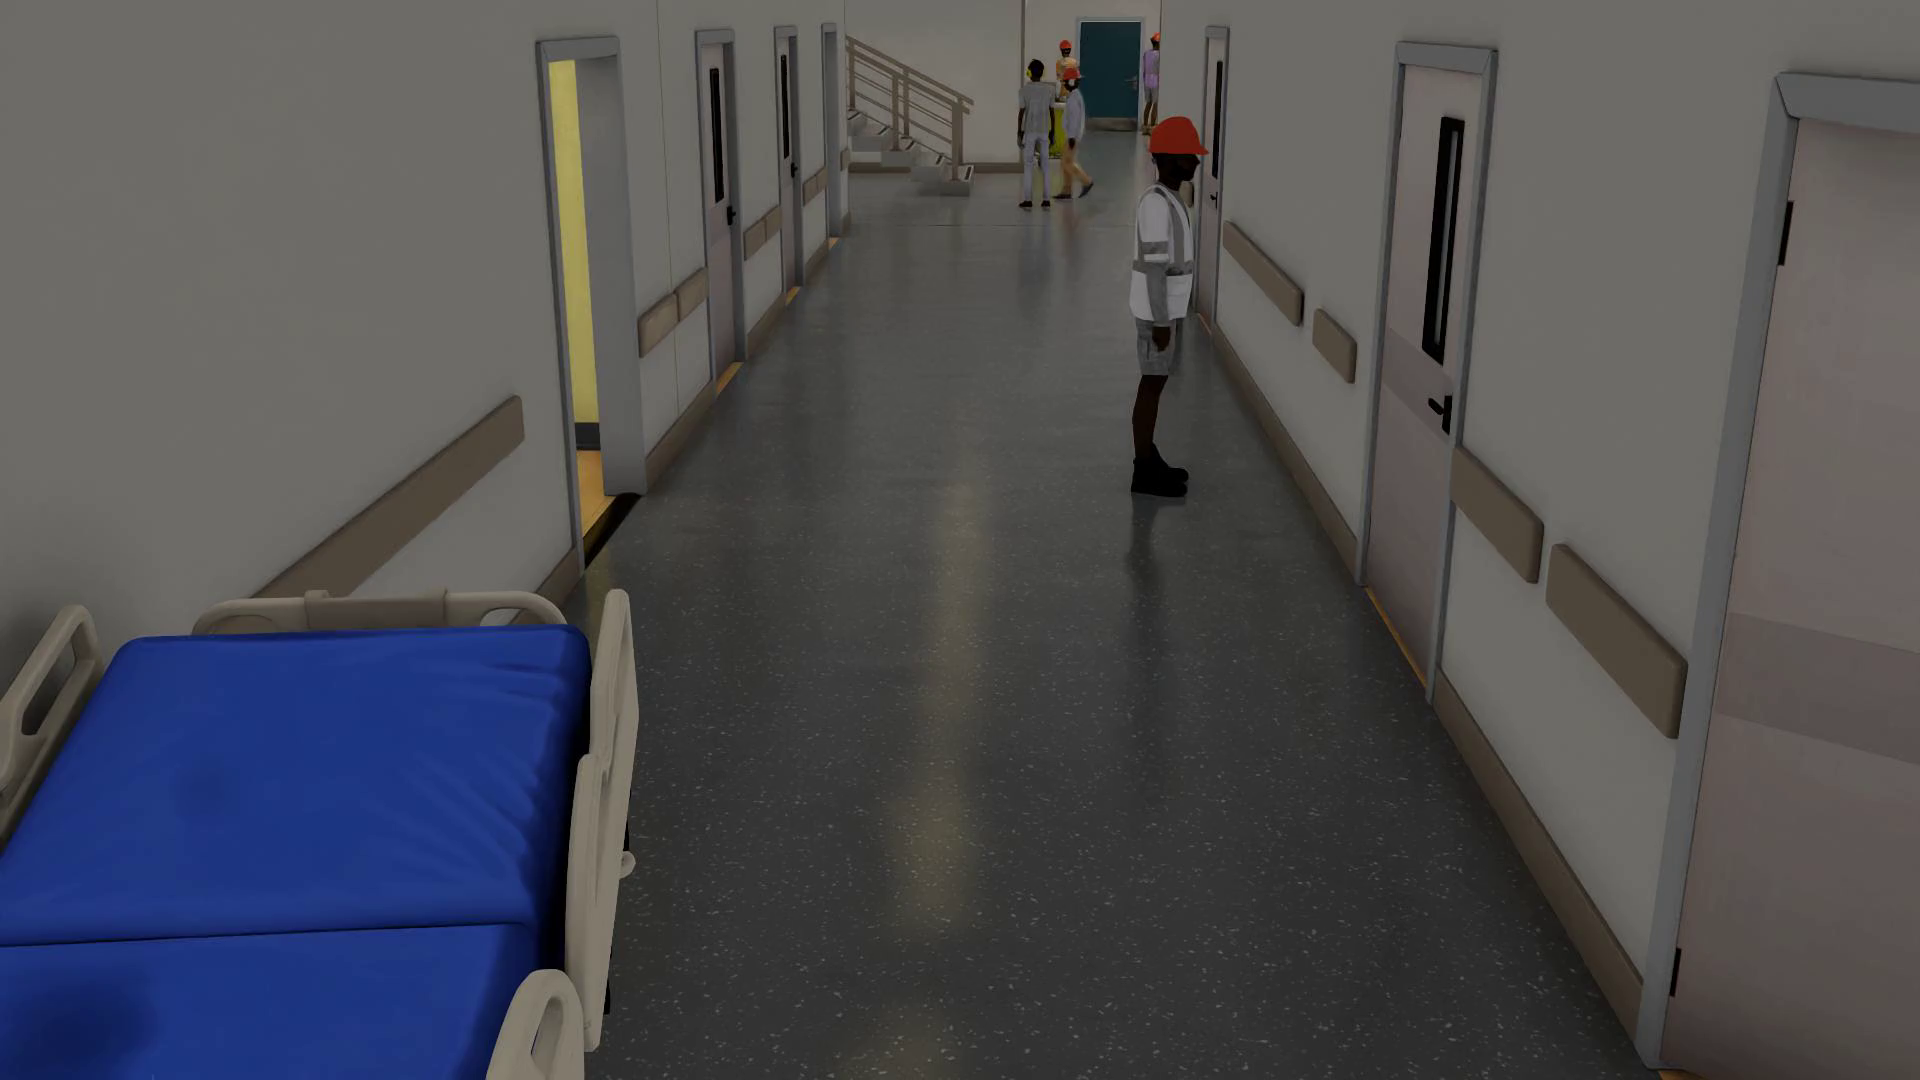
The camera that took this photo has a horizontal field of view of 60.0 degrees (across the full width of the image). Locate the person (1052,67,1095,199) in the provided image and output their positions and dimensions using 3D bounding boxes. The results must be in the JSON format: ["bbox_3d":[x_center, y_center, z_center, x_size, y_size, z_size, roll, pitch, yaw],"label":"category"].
[{"bbox_3d":[1.513,-5.405,22.175,0.517,1.728,0.586,2,18,6],"label":"person"}]

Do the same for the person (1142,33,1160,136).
[{"bbox_3d":[3.953,-9.237,33.744,0.404,2.030,0.619,-11,21,-32],"label":"person"}]

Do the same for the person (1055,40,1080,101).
[{"bbox_3d":[1.975,-8.378,31.197,0.551,1.932,0.366,-14,22,-37],"label":"person"}]

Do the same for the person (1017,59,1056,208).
[{"bbox_3d":[0.988,-5.210,21.364,0.509,1.862,0.331,-3,18,-11],"label":"person"}]

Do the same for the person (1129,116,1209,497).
[{"bbox_3d":[1.072,-1.205,8.649,0.370,1.939,0.543,4,18,13],"label":"person"}]
